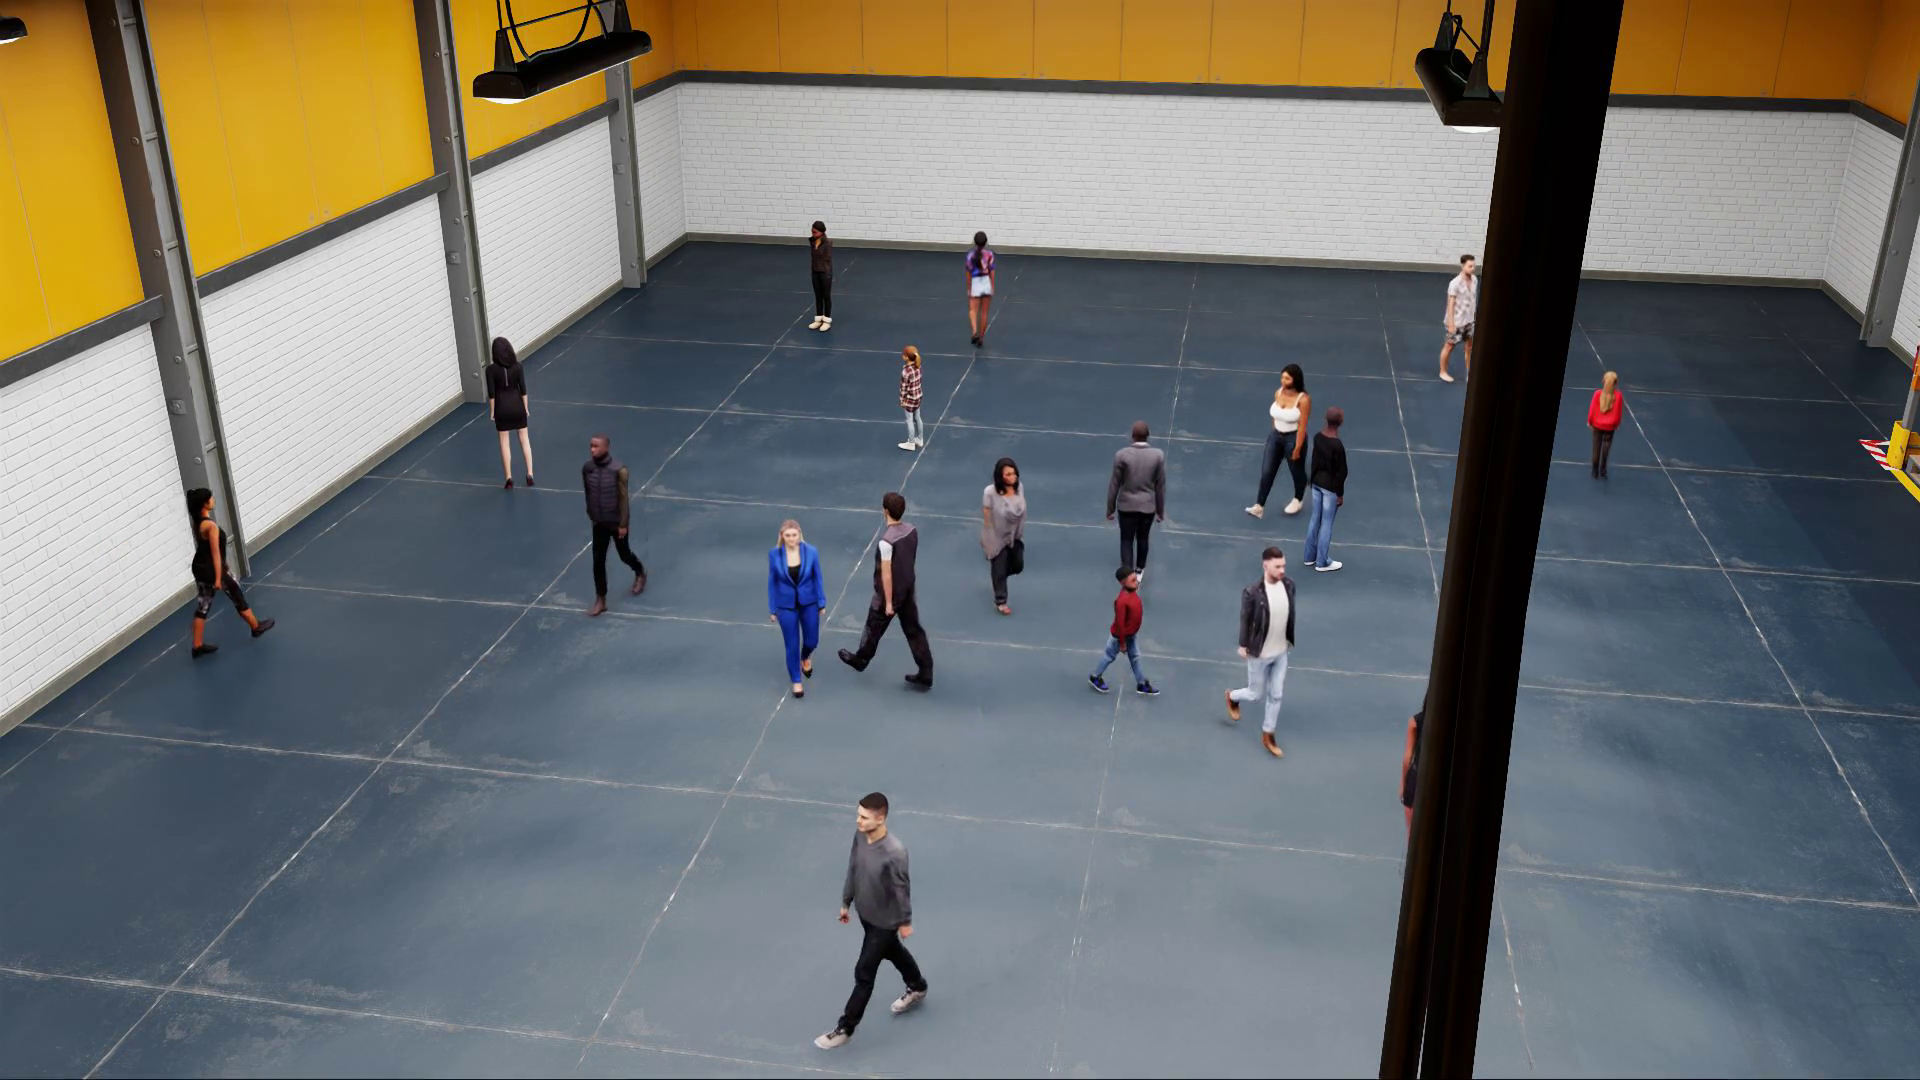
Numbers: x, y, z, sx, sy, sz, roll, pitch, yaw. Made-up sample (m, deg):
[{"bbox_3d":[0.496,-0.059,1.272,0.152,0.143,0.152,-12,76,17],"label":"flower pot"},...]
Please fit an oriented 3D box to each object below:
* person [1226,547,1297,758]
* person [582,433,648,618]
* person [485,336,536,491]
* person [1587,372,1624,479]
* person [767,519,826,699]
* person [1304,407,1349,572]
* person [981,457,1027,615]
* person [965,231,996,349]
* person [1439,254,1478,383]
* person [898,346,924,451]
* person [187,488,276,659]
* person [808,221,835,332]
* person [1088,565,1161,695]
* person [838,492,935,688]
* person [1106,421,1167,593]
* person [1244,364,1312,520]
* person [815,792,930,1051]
[{"bbox_3d":[2.515,0.883,13.839,0.966,1.818,1.080,-11,26,-23],"label":"person"},{"bbox_3d":[-3.372,-0.193,16.319,0.821,1.804,1.185,8,25,17],"label":"person"},{"bbox_3d":[-5.203,-1.459,19.214,0.653,1.804,0.666,-9,25,-21],"label":"person"},{"bbox_3d":[7.601,-1.342,19.615,0.551,1.269,0.715,7,24,15],"label":"person"},{"bbox_3d":[-1.454,0.561,14.742,0.792,1.685,0.857,-2,24,-5],"label":"person"},{"bbox_3d":[3.784,-0.538,17.177,0.741,1.749,0.658,-12,26,-26],"label":"person"},{"bbox_3d":[0.392,-0.080,16.327,0.850,1.590,0.919,-13,27,-27],"label":"person"},{"bbox_3d":[0.306,-3.631,24.276,0.660,1.729,0.739,-1,24,-3],"label":"person"},{"bbox_3d":[6.818,-3.063,22.896,0.983,1.795,1.069,-12,26,-25],"label":"person"},{"bbox_3d":[-0.588,-1.764,20.537,0.649,1.304,0.538,14,27,30],"label":"person"},{"bbox_3d":[-6.986,0.321,15.369,0.883,1.622,1.133,15,28,31],"label":"person"},{"bbox_3d":[-2.097,-4.047,25.316,0.668,1.659,0.726,11,26,24],"label":"person"},{"bbox_3d":[1.394,0.801,14.752,0.756,1.237,0.880,13,27,27],"label":"person"},{"bbox_3d":[-0.478,0.493,14.753,1.037,1.802,1.196,15,27,30],"label":"person"},{"bbox_3d":[1.754,-0.291,16.552,0.830,1.797,1.030,0,24,0],"label":"person"},{"bbox_3d":[3.698,-1.086,18.407,1.199,1.768,1.067,-20,31,-38],"label":"person"},{"bbox_3d":[-0.452,2.363,10.584,1.206,1.713,1.115,-17,29,-34],"label":"person"}]
